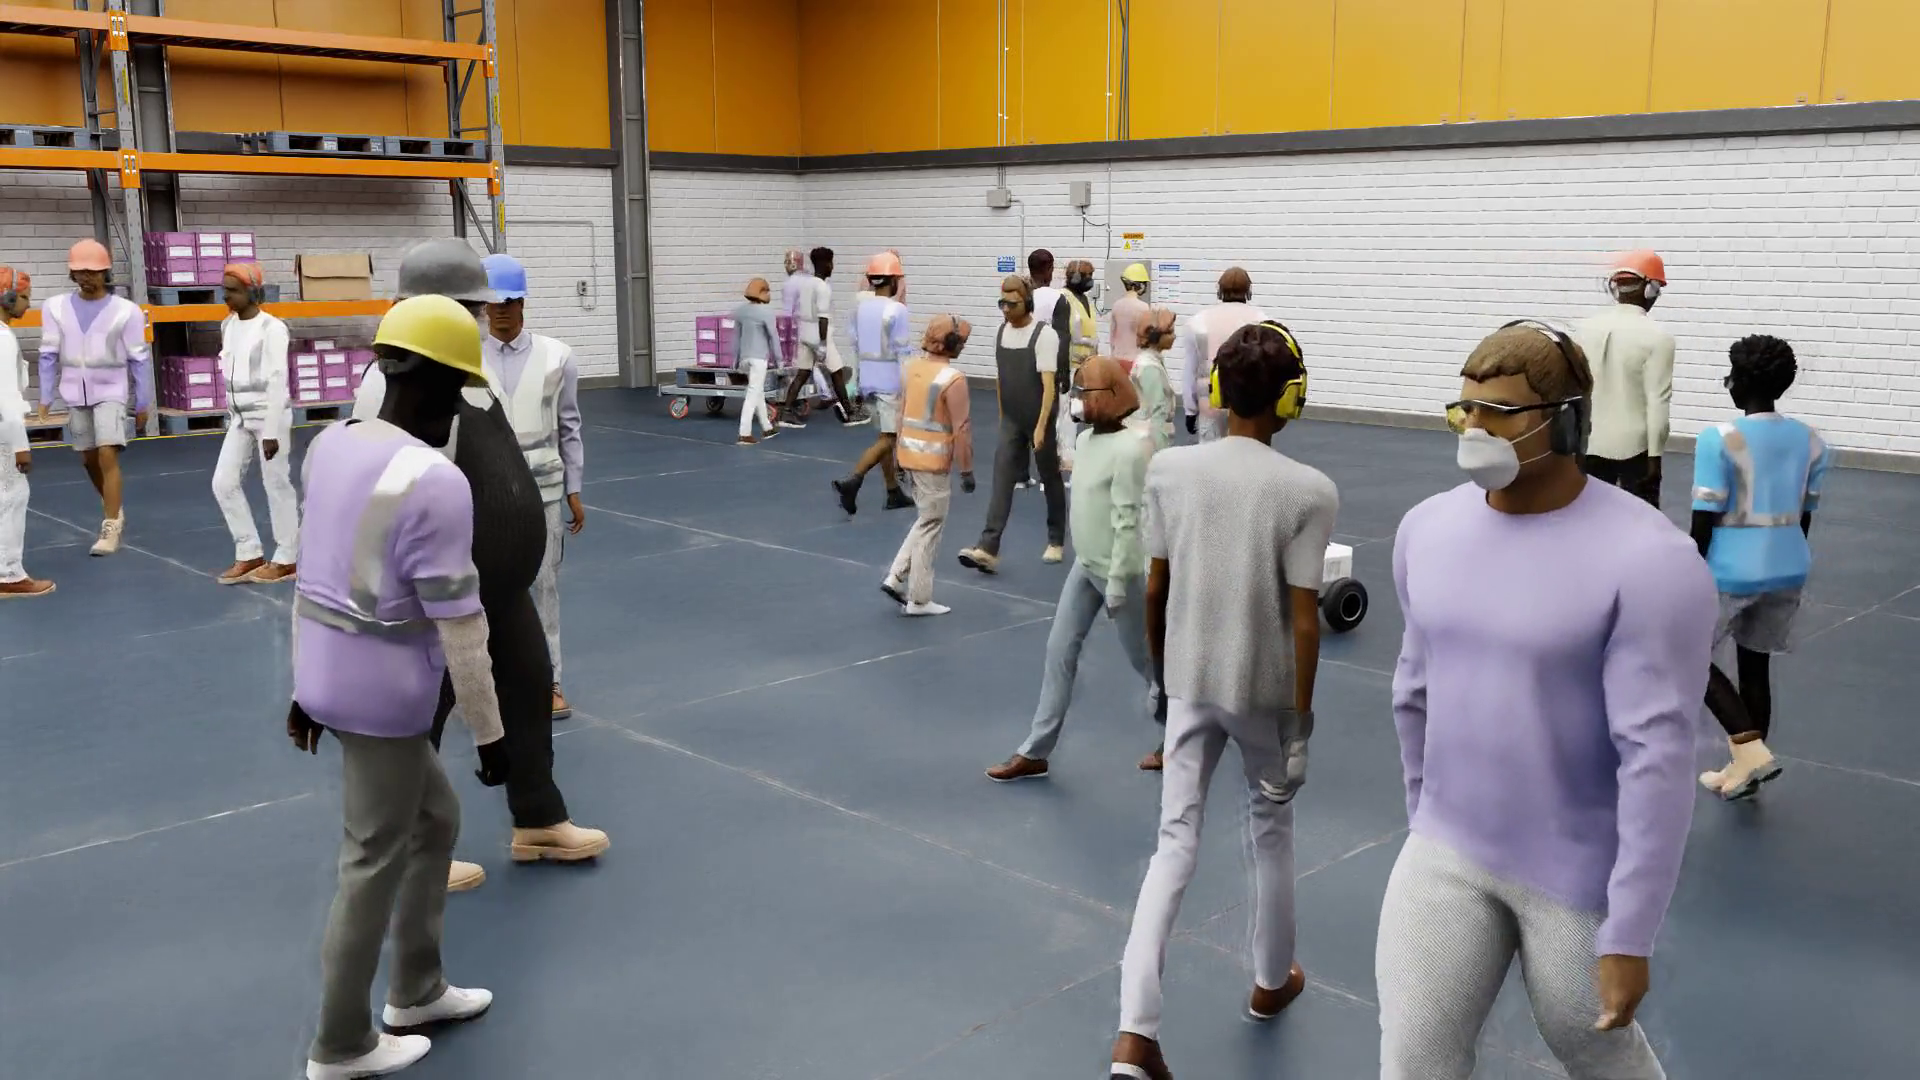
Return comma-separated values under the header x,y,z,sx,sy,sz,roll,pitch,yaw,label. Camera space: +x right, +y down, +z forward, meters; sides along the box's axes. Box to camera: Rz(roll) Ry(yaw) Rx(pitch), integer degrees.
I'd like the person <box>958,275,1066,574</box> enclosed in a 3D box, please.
x,y,z,sx,sy,sz,roll,pitch,yaw,label
0.381,-0.690,10.002,0.541,1.779,0.989,8,13,36,person

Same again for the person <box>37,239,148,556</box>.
x,y,z,sx,sy,sz,roll,pitch,yaw,label
-5.602,-0.946,10.811,0.621,2.009,0.984,-1,10,-6,person

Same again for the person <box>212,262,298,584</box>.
x,y,z,sx,sy,sz,roll,pitch,yaw,label
-4.104,-0.648,9.546,0.616,1.865,0.600,7,12,34,person

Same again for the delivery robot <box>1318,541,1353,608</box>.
x,y,z,sx,sy,sz,roll,pitch,yaw,label
1.666,0.147,8.539,0.707,0.478,0.477,-6,12,-30,delivery robot

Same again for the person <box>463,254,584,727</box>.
x,y,z,sx,sy,sz,roll,pitch,yaw,label
-1.858,-0.199,6.880,0.610,1.946,0.405,-4,11,-21,person

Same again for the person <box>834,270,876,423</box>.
x,y,z,sx,sy,sz,roll,pitch,yaw,label
-1.012,-2.125,17.978,0.558,1.731,0.814,9,14,42,person

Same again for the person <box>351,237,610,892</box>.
x,y,z,sx,sy,sz,roll,pitch,yaw,label
-1.447,0.086,5.074,0.782,2.000,0.692,1,10,6,person

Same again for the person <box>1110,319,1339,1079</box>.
x,y,z,sx,sy,sz,roll,pitch,yaw,label
0.624,0.390,4.012,0.518,1.834,0.935,5,12,26,person

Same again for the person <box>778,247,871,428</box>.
x,y,z,sx,sy,sz,roll,pitch,yaw,label
-1.470,-2.132,17.547,1.038,1.907,0.609,-7,13,-34,person

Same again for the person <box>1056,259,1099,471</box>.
x,y,z,sx,sy,sz,roll,pitch,yaw,label
0.936,-1.507,14.367,0.519,1.821,0.662,6,12,30,person

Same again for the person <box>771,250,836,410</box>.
x,y,z,sx,sy,sz,roll,pitch,yaw,label
-1.831,-2.435,19.372,0.997,1.857,0.649,5,12,27,person

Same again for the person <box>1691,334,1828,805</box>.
x,y,z,sx,sy,sz,roll,pitch,yaw,label
2.773,0.125,5.835,0.554,1.682,0.401,-3,11,-17,person

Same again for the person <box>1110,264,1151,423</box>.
x,y,z,sx,sy,sz,roll,pitch,yaw,label
1.563,-1.616,15.107,0.331,1.768,0.527,-6,12,-30,person

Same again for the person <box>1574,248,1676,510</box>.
x,y,z,sx,sy,sz,roll,pitch,yaw,label
3.261,-0.481,8.403,0.780,1.965,0.653,-6,12,-28,person

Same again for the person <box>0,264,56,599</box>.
x,y,z,sx,sy,sz,roll,pitch,yaw,label
-5.325,-0.572,9.140,0.536,1.863,0.630,-9,14,-40,person

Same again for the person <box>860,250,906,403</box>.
x,y,z,sx,sy,sz,roll,pitch,yaw,label
-0.863,-2.498,19.706,0.956,1.842,0.703,9,14,42,person

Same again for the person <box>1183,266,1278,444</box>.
x,y,z,sx,sy,sz,roll,pitch,yaw,label
1.763,-0.844,10.751,0.627,1.830,0.445,4,11,20,person

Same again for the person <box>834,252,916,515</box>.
x,y,z,sx,sy,sz,roll,pitch,yaw,label
-0.615,-1.122,12.043,0.551,1.911,0.845,10,14,43,person

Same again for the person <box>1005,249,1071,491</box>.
x,y,z,sx,sy,sz,roll,pitch,yaw,label
0.610,-1.345,13.230,0.588,1.913,0.390,8,13,36,person

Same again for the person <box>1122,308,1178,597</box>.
x,y,z,sx,sy,sz,roll,pitch,yaw,label
1.078,-0.476,9.276,0.364,1.624,0.519,2,11,11,person

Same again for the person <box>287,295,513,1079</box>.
x,y,z,sx,sy,sz,roll,pitch,yaw,label
-1.306,0.369,3.962,0.675,1.876,0.615,-10,14,-43,person

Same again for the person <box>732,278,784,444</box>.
x,y,z,sx,sy,sz,roll,pitch,yaw,label
-1.928,-1.752,16.264,0.519,1.596,0.796,8,13,36,person

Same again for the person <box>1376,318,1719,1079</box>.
x,y,z,sx,sy,sz,roll,pitch,yaw,label
1.011,0.558,2.941,1.043,1.894,0.639,-8,13,-37,person

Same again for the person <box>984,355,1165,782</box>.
x,y,z,sx,sy,sz,roll,pitch,yaw,label
0.540,0.111,6.172,0.841,1.589,0.512,-4,11,-21,person

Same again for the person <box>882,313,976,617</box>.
x,y,z,sx,sy,sz,roll,pitch,yaw,label
-0.145,-0.385,8.774,0.359,1.620,0.535,-6,12,-30,person
